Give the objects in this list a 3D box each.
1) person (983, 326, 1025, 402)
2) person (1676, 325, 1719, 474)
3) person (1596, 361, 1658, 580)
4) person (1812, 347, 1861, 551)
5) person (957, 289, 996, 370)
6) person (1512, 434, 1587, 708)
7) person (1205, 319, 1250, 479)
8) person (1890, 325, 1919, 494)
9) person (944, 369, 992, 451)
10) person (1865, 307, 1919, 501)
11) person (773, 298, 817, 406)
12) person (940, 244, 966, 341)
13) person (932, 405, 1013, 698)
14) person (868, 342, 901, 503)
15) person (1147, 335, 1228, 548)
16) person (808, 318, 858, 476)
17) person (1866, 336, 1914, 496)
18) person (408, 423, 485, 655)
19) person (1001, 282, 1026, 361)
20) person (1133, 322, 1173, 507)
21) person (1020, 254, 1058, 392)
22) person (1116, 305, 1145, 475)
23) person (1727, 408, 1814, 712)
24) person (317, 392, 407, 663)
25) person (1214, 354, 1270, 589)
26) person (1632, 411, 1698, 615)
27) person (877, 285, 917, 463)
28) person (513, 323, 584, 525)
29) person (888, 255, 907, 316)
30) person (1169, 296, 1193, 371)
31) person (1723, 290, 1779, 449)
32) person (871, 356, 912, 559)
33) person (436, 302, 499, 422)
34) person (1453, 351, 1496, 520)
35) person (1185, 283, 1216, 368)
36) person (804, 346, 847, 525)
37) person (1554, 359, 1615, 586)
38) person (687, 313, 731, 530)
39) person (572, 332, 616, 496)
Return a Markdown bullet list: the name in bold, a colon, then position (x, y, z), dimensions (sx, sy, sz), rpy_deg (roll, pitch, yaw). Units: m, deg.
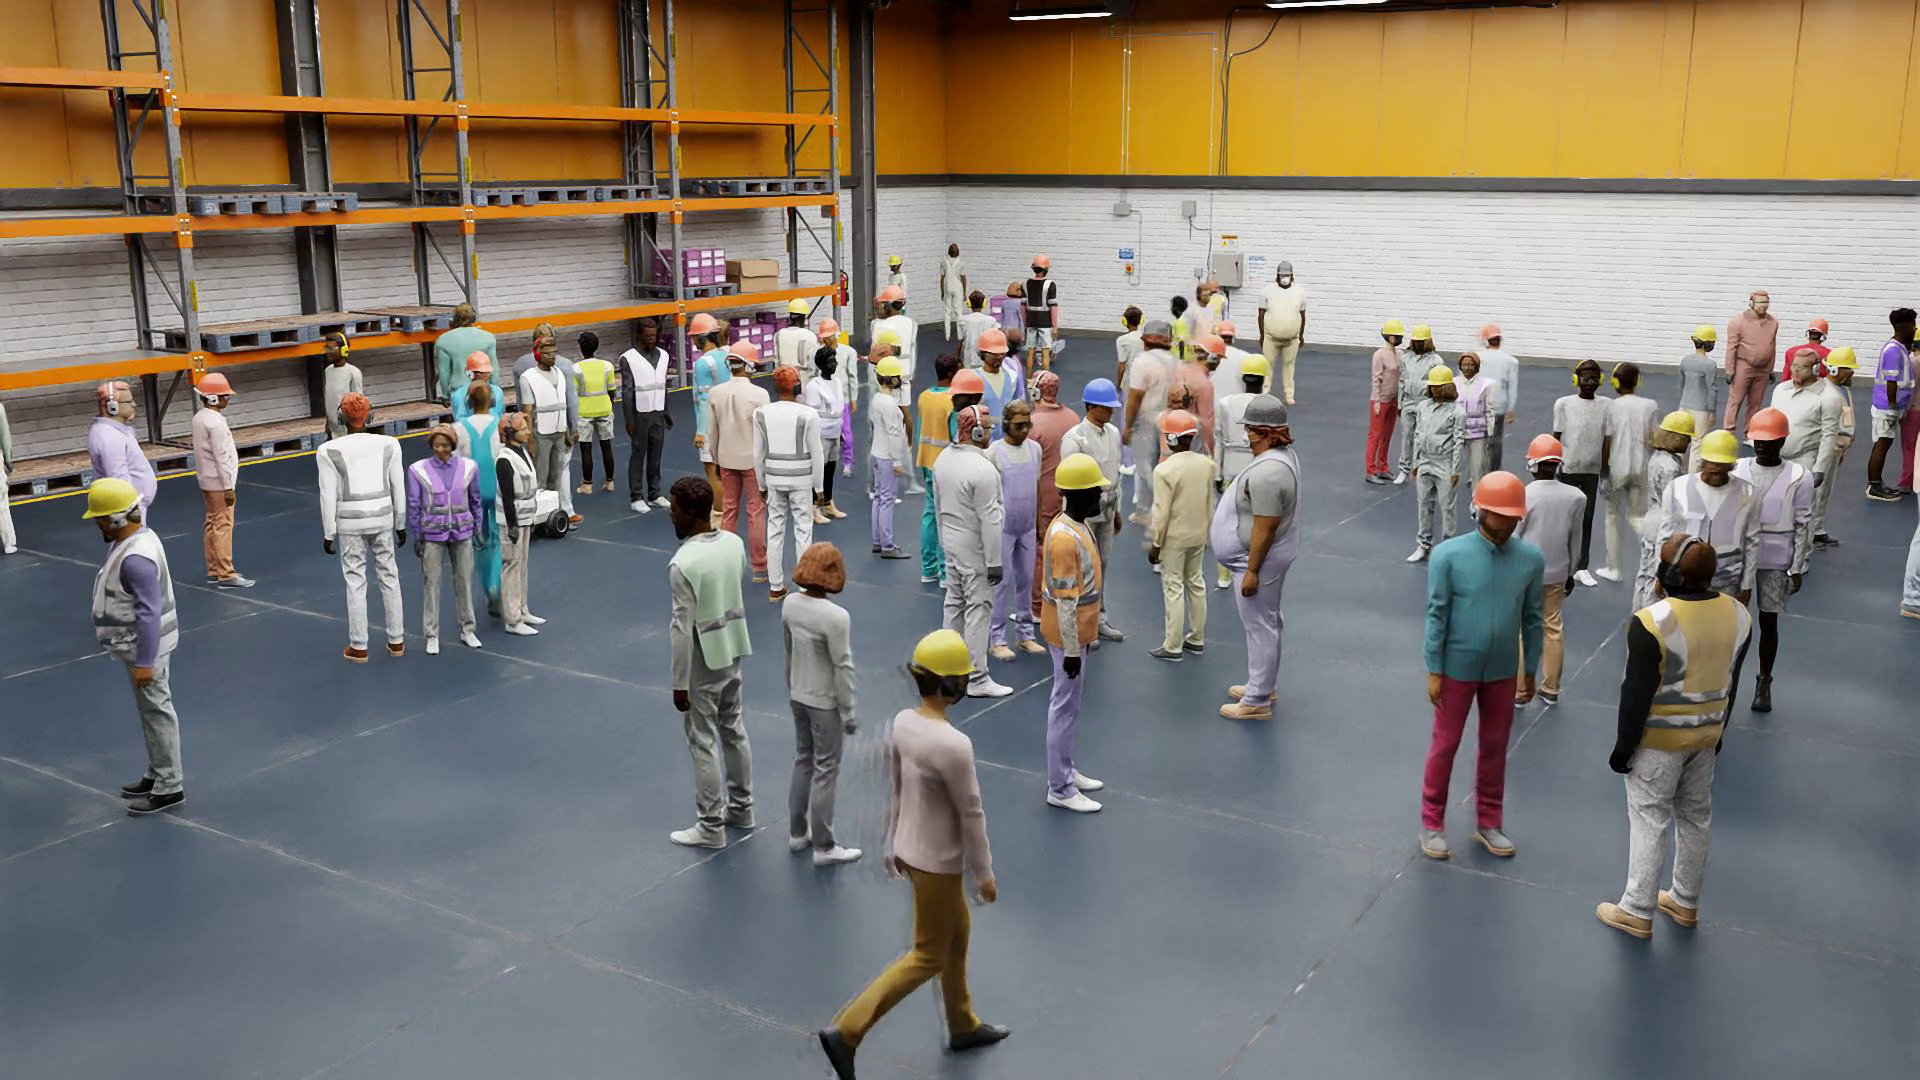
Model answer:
- **person**: position (0.434, -1.210, 16.525), dimensions (0.431, 1.835, 0.628), rpy_deg (5, 14, 21)
- **person**: position (7.641, -1.343, 17.235), dimensions (0.308, 1.769, 0.524), rpy_deg (-4, 14, -17)
- **person**: position (5.462, -0.530, 13.556), dimensions (0.519, 1.841, 0.625), rpy_deg (-2, 13, -7)
- **person**: position (7.737, -0.814, 14.826), dimensions (0.405, 1.824, 0.585), rpy_deg (12, 18, 42)
- **person**: position (0.202, -2.149, 20.529), dimensions (0.509, 1.863, 0.326), rpy_deg (0, 13, 1)
- **person**: position (3.665, 0.195, 10.590), dimensions (0.575, 1.749, 0.335), rpy_deg (-3, 13, -13)
- **person**: position (2.864, -1.514, 18.035), dimensions (0.575, 1.738, 0.431), rpy_deg (2, 13, 7)
- **person**: position (9.889, -1.357, 17.313), dimensions (0.341, 1.760, 0.526), rpy_deg (12, 17, 41)
- **person**: position (0.065, -0.302, 12.342), dimensions (0.378, 1.938, 0.547), rpy_deg (-1, 13, -4)
- **person**: position (9.533, -1.392, 17.007), dimensions (0.367, 1.966, 0.607), rpy_deg (7, 15, 27)
- **person**: position (-1.810, -1.736, 18.613), dimensions (0.591, 1.918, 0.396), rpy_deg (9, 16, 33)
- **person**: position (-0.127, -4.706, 31.646), dimensions (0.505, 1.845, 0.346), rpy_deg (3, 13, 14)
- **person**: position (0.095, 0.070, 10.796), dimensions (0.409, 1.907, 0.651), rpy_deg (-8, 15, -30)
- **person**: position (-0.782, -1.187, 16.846), dimensions (0.278, 1.633, 0.507), rpy_deg (-4, 14, -17)
- **person**: position (2.134, -0.854, 14.756), dimensions (0.997, 1.919, 0.624), rpy_deg (-1, 13, -4)
- **person**: position (-1.400, -1.570, 18.277), dimensions (0.578, 1.738, 0.354), rpy_deg (3, 13, 12)
- **person**: position (9.556, -1.280, 17.116), dimensions (0.321, 1.695, 0.530), rpy_deg (8, 15, 32)
- **person**: position (-3.623, -0.019, 11.768), dimensions (0.515, 1.639, 0.314), rpy_deg (-7, 15, -29)
- **person**: position (0.790, -3.066, 25.038), dimensions (0.322, 1.623, 0.511), rpy_deg (-10, 16, -38)
- **person**: position (1.963, -1.249, 16.642), dimensions (0.338, 1.856, 0.524), rpy_deg (-11, 17, -39)
- **person**: position (1.193, -3.208, 24.716), dimensions (0.608, 2.044, 0.377), rpy_deg (8, 15, 31)
- **person**: position (1.894, -1.651, 18.356), dimensions (0.534, 1.863, 0.311), rpy_deg (-9, 16, -35)
- **person**: position (5.026, 0.124, 10.494), dimensions (0.553, 1.935, 0.362), rpy_deg (9, 16, 33)
- **person**: position (-4.123, -0.086, 11.525), dimensions (0.580, 1.883, 0.352), rpy_deg (-9, 16, -34)
- **person**: position (2.333, -0.541, 13.425), dimensions (0.590, 1.920, 0.398), rpy_deg (6, 14, 24)
- **person**: position (4.943, -0.041, 11.654), dimensions (0.304, 1.736, 0.486), rpy_deg (2, 13, 8)
- **person**: position (-0.756, -1.856, 18.850), dimensions (0.375, 2.042, 0.615), rpy_deg (10, 16, 36)
- **person**: position (-3.881, -1.082, 15.723), dimensions (0.631, 1.940, 0.372), rpy_deg (3, 13, 15)
- **person**: position (-1.129, -4.160, 29.476), dimensions (0.340, 1.761, 0.524), rpy_deg (-9, 16, -33)
- **person**: position (2.928, -2.369, 21.932), dimensions (0.368, 1.665, 0.633), rpy_deg (2, 13, 8)
- **person**: position (9.494, -2.036, 19.933), dimensions (0.652, 1.906, 0.402), rpy_deg (-2, 13, -10)
- **person**: position (-0.617, -0.719, 14.527), dimensions (0.309, 1.769, 0.525), rpy_deg (-4, 14, -17)
- **person**: position (-5.278, -1.587, 17.911), dimensions (0.627, 1.941, 0.371), rpy_deg (-4, 13, -16)
- **person**: position (4.899, -1.013, 16.098), dimensions (0.522, 1.633, 0.315), rpy_deg (6, 14, 23)
- **person**: position (3.166, -2.581, 22.540), dimensions (0.531, 1.813, 0.691), rpy_deg (-11, 17, -39)
- **person**: position (-1.280, -1.004, 15.910), dimensions (0.321, 1.697, 0.529), rpy_deg (7, 15, 28)
- **person**: position (5.058, -0.545, 13.545), dimensions (0.536, 1.869, 0.314), rpy_deg (0, 13, -1)
- **person**: position (-2.344, -1.090, 15.535), dimensions (0.392, 2.039, 0.614), rpy_deg (3, 13, 14)
- **person**: position (-3.807, -1.303, 17.213), dimensions (0.533, 1.697, 0.318), rpy_deg (-10, 16, -36)
